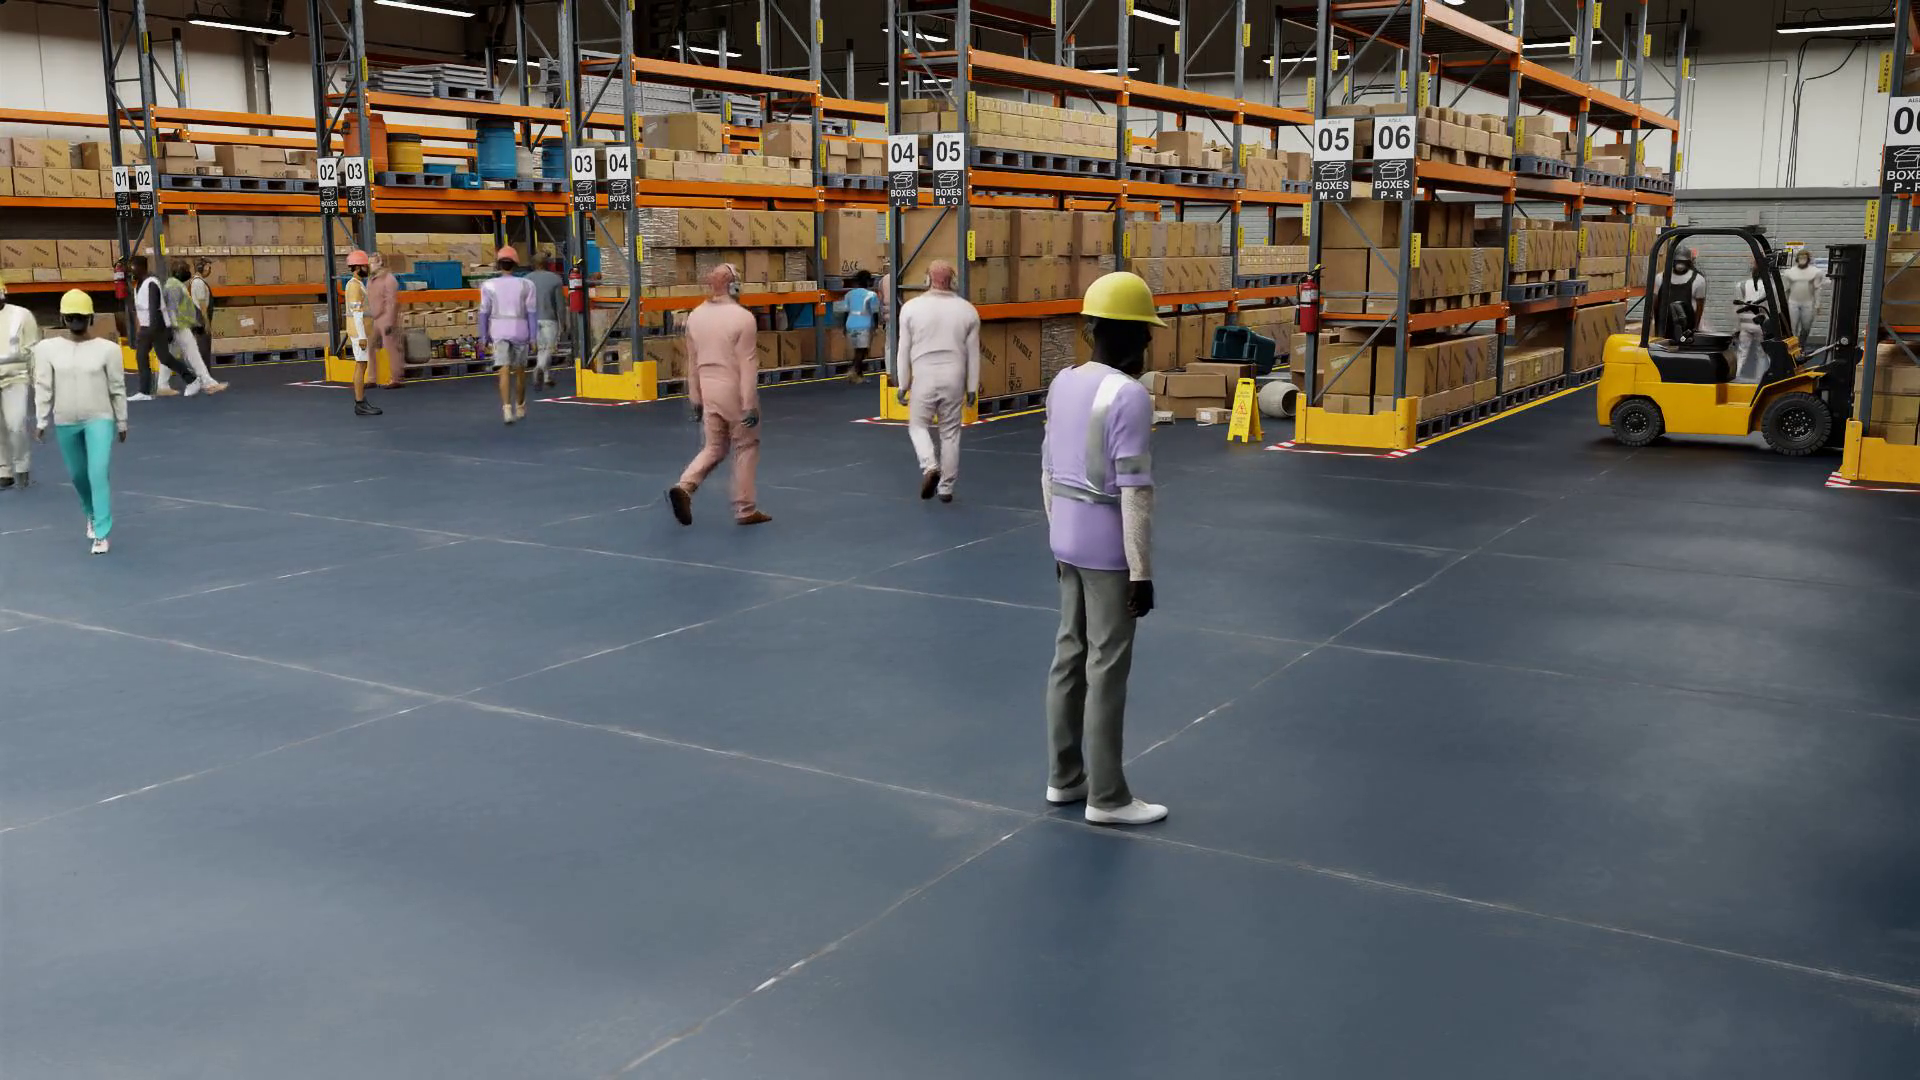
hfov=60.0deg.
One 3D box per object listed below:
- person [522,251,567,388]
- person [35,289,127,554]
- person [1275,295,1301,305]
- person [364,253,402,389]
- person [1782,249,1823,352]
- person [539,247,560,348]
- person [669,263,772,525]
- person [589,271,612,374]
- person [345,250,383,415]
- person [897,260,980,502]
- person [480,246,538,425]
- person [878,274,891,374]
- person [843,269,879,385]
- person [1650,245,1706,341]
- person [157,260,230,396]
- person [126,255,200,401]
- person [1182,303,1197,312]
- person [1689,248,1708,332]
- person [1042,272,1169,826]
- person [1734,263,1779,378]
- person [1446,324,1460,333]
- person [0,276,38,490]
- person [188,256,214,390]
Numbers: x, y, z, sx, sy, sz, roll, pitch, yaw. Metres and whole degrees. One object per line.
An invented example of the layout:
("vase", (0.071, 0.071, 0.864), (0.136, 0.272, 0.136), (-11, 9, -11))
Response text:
("person", (-5.801, -3.035, 23.043), (0.633, 1.920, 0.784), (2, 10, 11))
("person", (-5.844, -0.814, 11.123), (0.524, 1.732, 0.850), (-3, 10, -15))
("person", (6.544, -4.758, 32.731), (0.625, 1.899, 1.020), (8, 13, 40))
("person", (-8.073, -3.006, 22.946), (0.680, 1.879, 0.757), (8, 13, 37))
("person", (14.542, -4.067, 28.790), (0.646, 1.927, 0.565), (5, 11, 26))
("person", (-7.919, -4.637, 31.949), (0.372, 1.940, 0.627), (-10, 14, -44))
("person", (-1.694, -1.010, 11.792), (0.650, 1.886, 0.749), (8, 13, 37))
("person", (-5.382, -3.188, 24.740), (0.376, 1.623, 0.506), (-9, 13, -41))
("person", (-7.065, -2.444, 19.655), (0.347, 1.942, 0.544), (-4, 11, -19))
("person", (-0.159, -1.216, 12.909), (0.662, 1.893, 0.488), (-2, 10, -10))
("person", (-5.084, -2.306, 18.756), (0.626, 1.995, 1.038), (-2, 10, -12))
("person", (-0.870, -3.126, 23.768), (0.623, 1.840, 0.430), (8, 13, 39))
("person", (-1.450, -2.997, 23.538), (0.550, 1.659, 0.729), (5, 11, 27))
("person", (9.746, -3.027, 22.647), (0.683, 2.000, 0.967), (7, 12, 36))
("person", (-10.286, -2.814, 22.143), (0.957, 1.793, 0.638), (-5, 11, -26))
("person", (-10.447, -2.768, 21.648), (0.601, 1.881, 0.876), (9, 13, 41))
("person", (5.419, -5.759, 38.553), (0.688, 1.823, 0.577), (9, 14, 41))
("person", (13.368, -4.368, 30.479), (1.060, 1.939, 0.631), (5, 11, 26))
("person", (0.508, 0.032, 5.836), (0.383, 1.923, 0.590), (-5, 11, -26))
("person", (10.308, -2.746, 21.604), (0.852, 1.860, 0.586), (-10, 14, -43))
("person", (9.838, -4.947, 33.574), (0.684, 1.986, 0.519), (-3, 10, -15))
("person", (-7.854, -1.296, 13.580), (0.616, 1.812, 0.497), (-2, 10, -10))
("person", (-10.445, -2.986, 22.983), (0.345, 1.840, 0.504), (-7, 12, -34))
